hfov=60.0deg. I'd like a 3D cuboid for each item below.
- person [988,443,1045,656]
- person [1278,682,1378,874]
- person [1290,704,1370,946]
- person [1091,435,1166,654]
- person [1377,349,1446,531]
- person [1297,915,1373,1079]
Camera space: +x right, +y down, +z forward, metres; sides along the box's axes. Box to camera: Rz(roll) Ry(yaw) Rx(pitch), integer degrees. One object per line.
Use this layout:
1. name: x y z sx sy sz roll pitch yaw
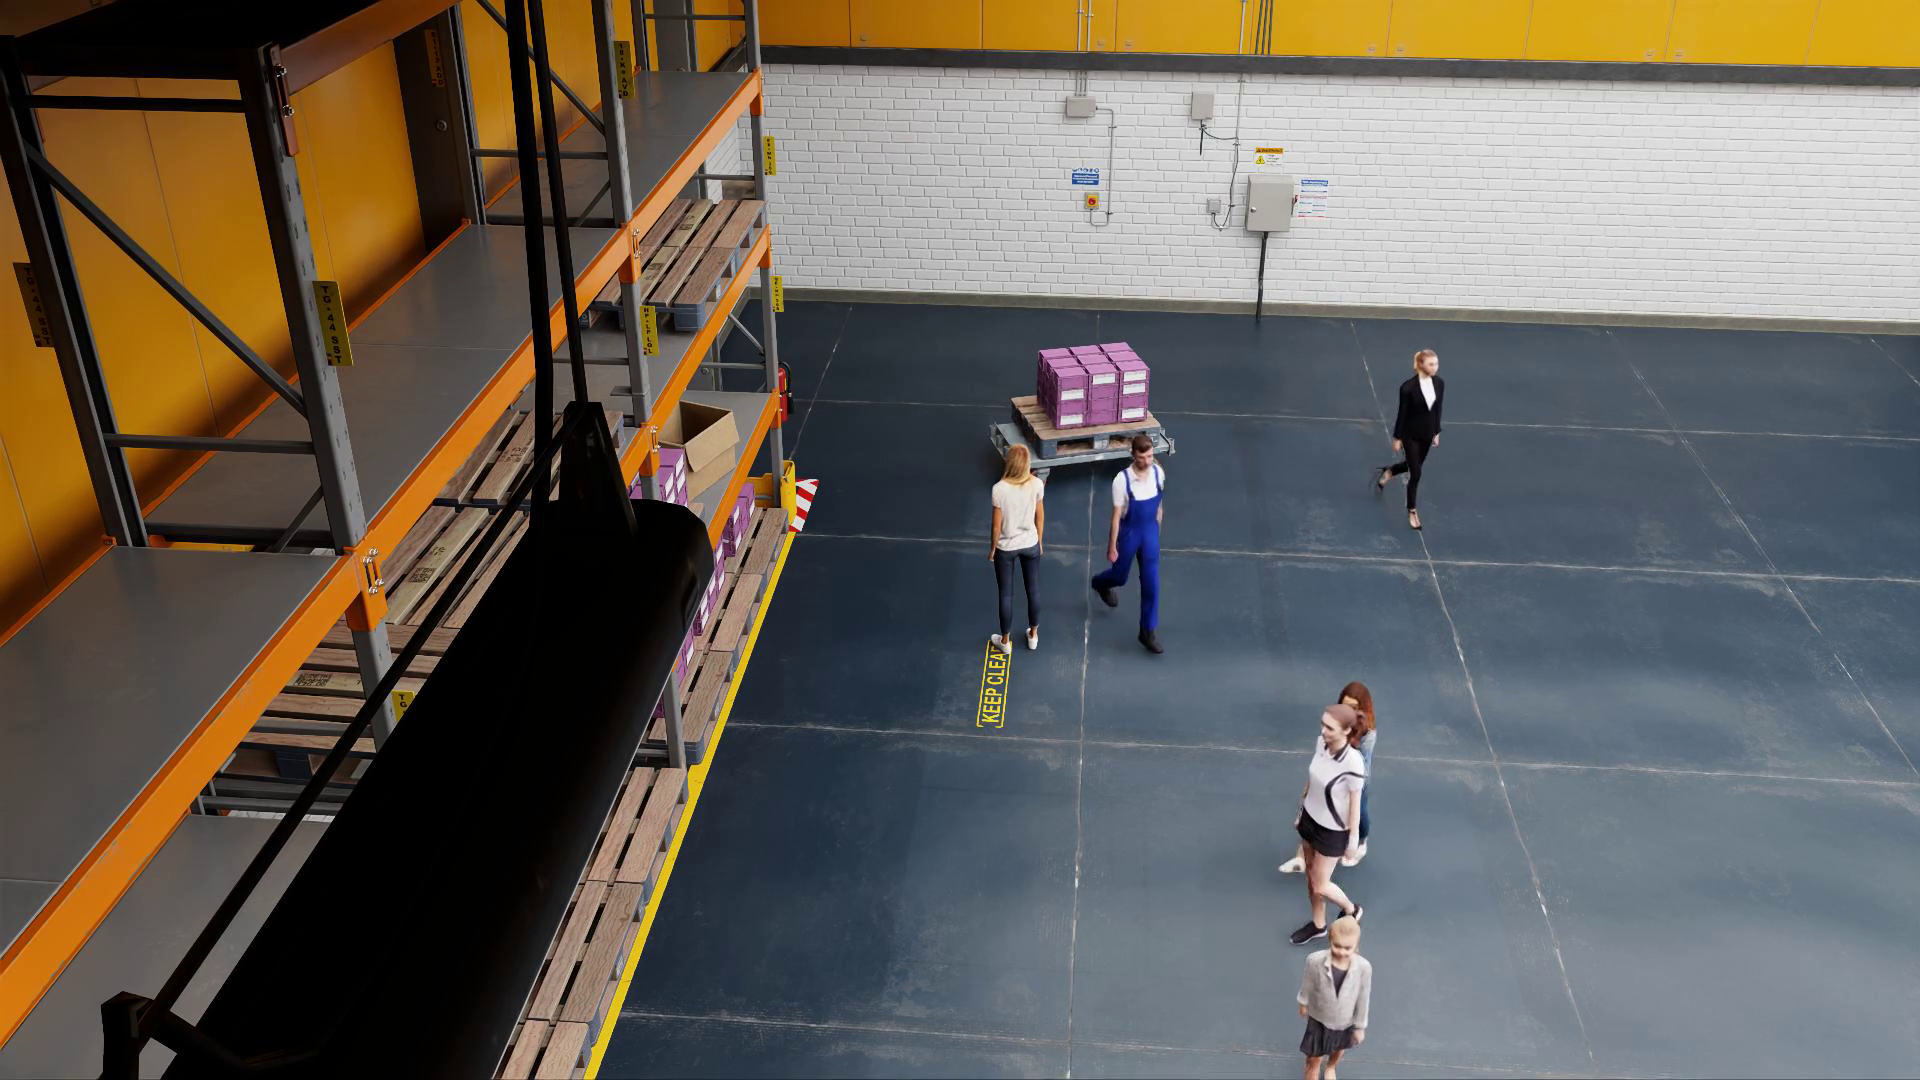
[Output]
1. person: 0.453 0.068 13.017 0.656 1.809 0.624 -8 30 -14
2. person: 2.553 1.523 10.725 0.986 1.448 0.932 -21 35 -33
3. person: 2.292 1.713 10.074 0.787 1.739 0.737 -13 31 -22
4. person: 1.348 -0.045 13.214 1.055 1.817 1.275 -15 32 -26
5. person: 4.073 -0.951 15.020 0.913 1.679 1.110 -11 30 -19
6. person: 2.039 2.535 9.072 0.585 1.255 0.780 6 29 10
